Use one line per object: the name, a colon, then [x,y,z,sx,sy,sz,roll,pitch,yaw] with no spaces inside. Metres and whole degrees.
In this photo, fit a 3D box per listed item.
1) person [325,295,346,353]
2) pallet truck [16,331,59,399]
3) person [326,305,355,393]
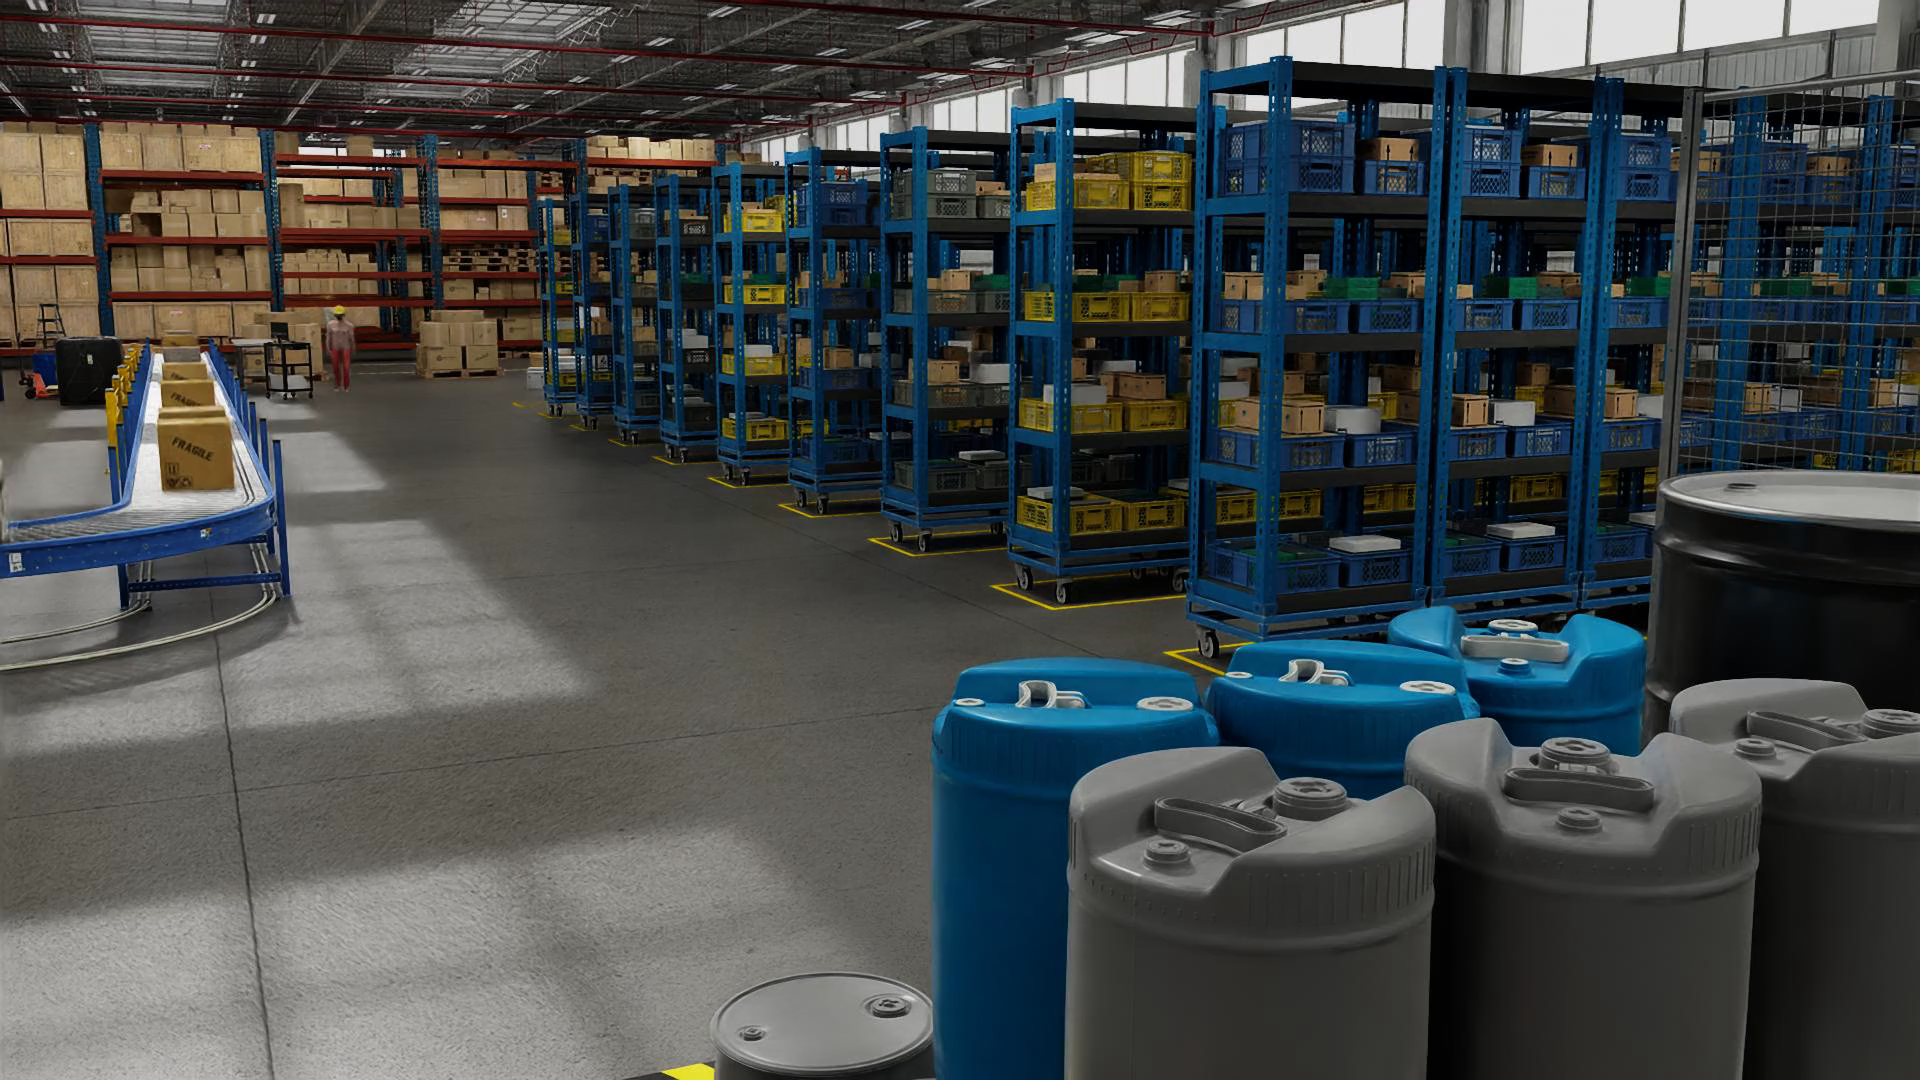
person: [-18.583,-6.432,49.521,0.550,1.735,0.404,-4,10,-23]
pallet truck: [-17.082,-3.353,31.781,1.630,1.274,0.653,-4,10,-25]
person: [-12.317,-3.786,33.069,0.553,1.737,0.739,-3,9,-15]
